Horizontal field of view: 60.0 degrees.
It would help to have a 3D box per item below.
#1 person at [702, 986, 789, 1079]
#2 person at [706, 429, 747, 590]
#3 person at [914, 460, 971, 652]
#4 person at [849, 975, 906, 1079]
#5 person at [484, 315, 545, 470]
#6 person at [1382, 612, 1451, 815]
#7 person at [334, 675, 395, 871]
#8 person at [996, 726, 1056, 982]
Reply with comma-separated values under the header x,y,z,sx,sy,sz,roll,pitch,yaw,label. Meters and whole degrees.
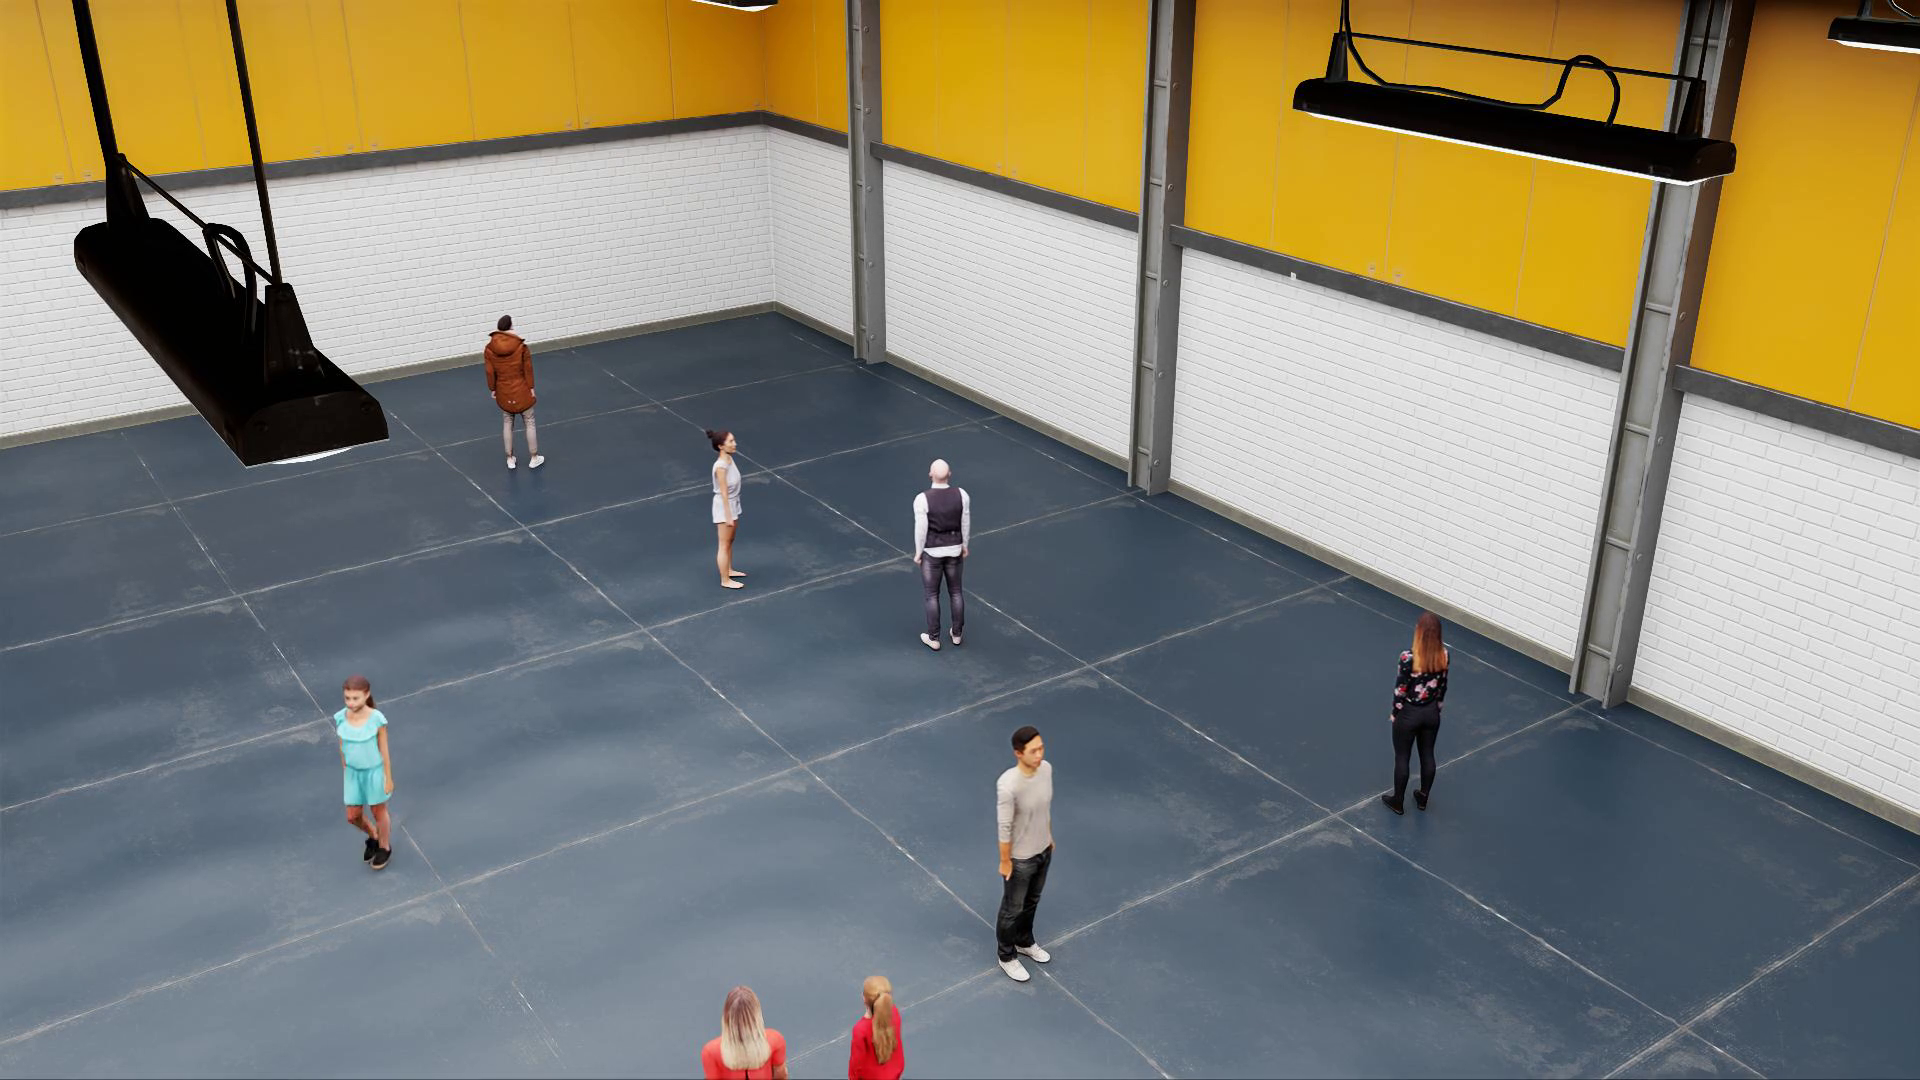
x,y,z,sx,sy,sz,roll,pitch,yaw,label
-1.104,3.036,8.669,0.651,1.694,0.619,-8,25,-17,person
-2.315,-0.325,16.475,0.731,1.601,0.655,1,24,3,person
-0.168,0.125,15.167,0.745,1.823,0.682,-9,25,-19,person
-0.454,2.988,9.296,0.556,1.280,0.572,17,29,34,person
-5.195,-1.726,19.382,0.850,1.839,0.891,0,24,0,person
3.484,1.307,12.637,0.632,1.683,0.621,-5,24,-12,person
-4.261,1.638,12.045,0.673,1.552,0.728,3,24,7,person
0.418,2.009,10.873,0.625,1.811,0.714,19,30,37,person
